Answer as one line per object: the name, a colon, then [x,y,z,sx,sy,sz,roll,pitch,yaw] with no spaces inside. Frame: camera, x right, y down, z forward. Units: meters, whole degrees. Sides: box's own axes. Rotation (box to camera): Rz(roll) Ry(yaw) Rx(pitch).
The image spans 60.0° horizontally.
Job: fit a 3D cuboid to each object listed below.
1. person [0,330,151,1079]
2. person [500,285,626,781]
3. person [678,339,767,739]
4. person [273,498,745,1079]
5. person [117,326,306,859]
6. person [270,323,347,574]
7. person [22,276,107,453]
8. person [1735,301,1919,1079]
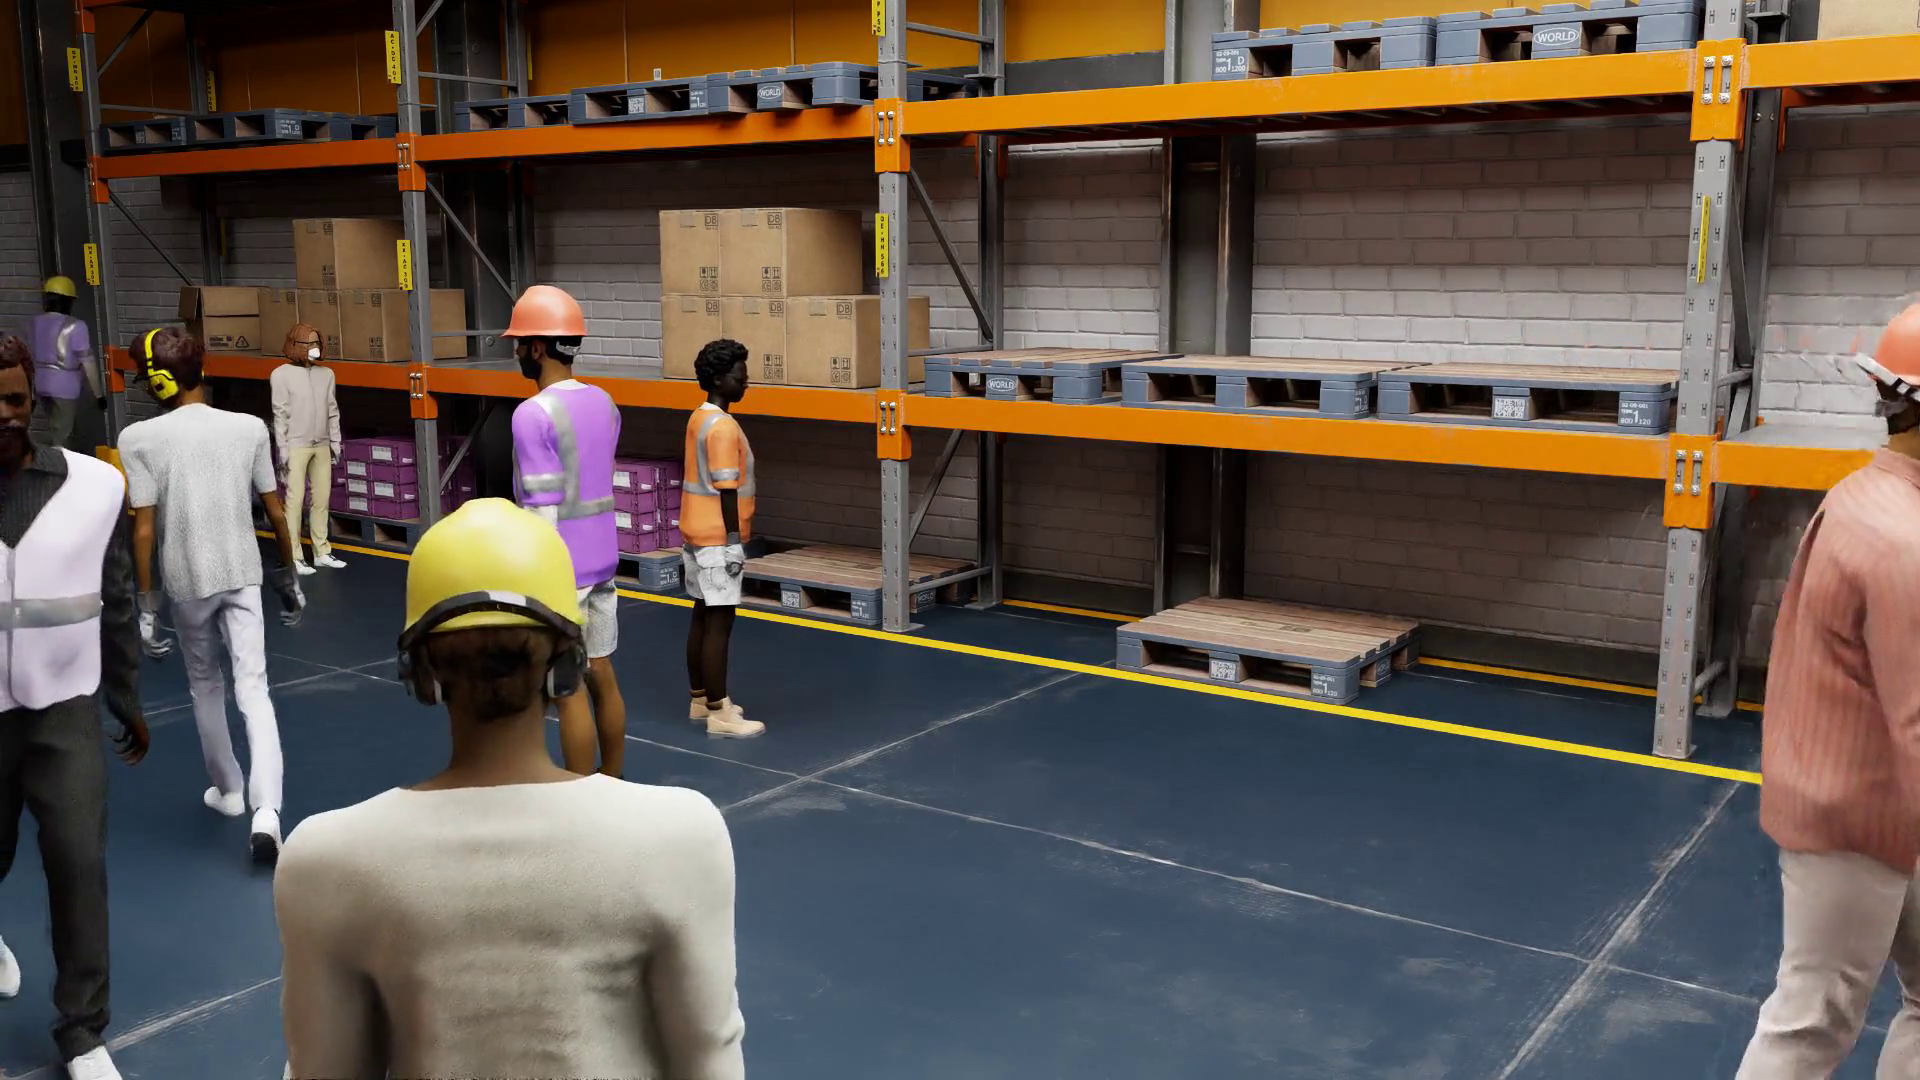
person: [-2.395,0.401,4.174,0.613,1.883,0.905,-8,12,-38]
person: [-1.376,0.102,5.738,0.376,1.939,0.547,3,10,16]
person: [-1.030,-0.009,7.109,0.321,1.696,0.537,-4,10,-21]
person: [-0.516,0.825,1.994,0.531,1.754,0.341,-1,10,-4]
person: [-2.541,0.170,5.730,0.576,1.813,0.968,-6,11,-33]
person: [-4.232,-0.585,10.812,0.282,1.610,0.492,6,11,30]
person: [-7.492,-1.268,14.031,0.599,1.897,0.817,3,10,18]
person: [1.788,0.533,3.075,0.751,1.964,0.662,4,10,25]
